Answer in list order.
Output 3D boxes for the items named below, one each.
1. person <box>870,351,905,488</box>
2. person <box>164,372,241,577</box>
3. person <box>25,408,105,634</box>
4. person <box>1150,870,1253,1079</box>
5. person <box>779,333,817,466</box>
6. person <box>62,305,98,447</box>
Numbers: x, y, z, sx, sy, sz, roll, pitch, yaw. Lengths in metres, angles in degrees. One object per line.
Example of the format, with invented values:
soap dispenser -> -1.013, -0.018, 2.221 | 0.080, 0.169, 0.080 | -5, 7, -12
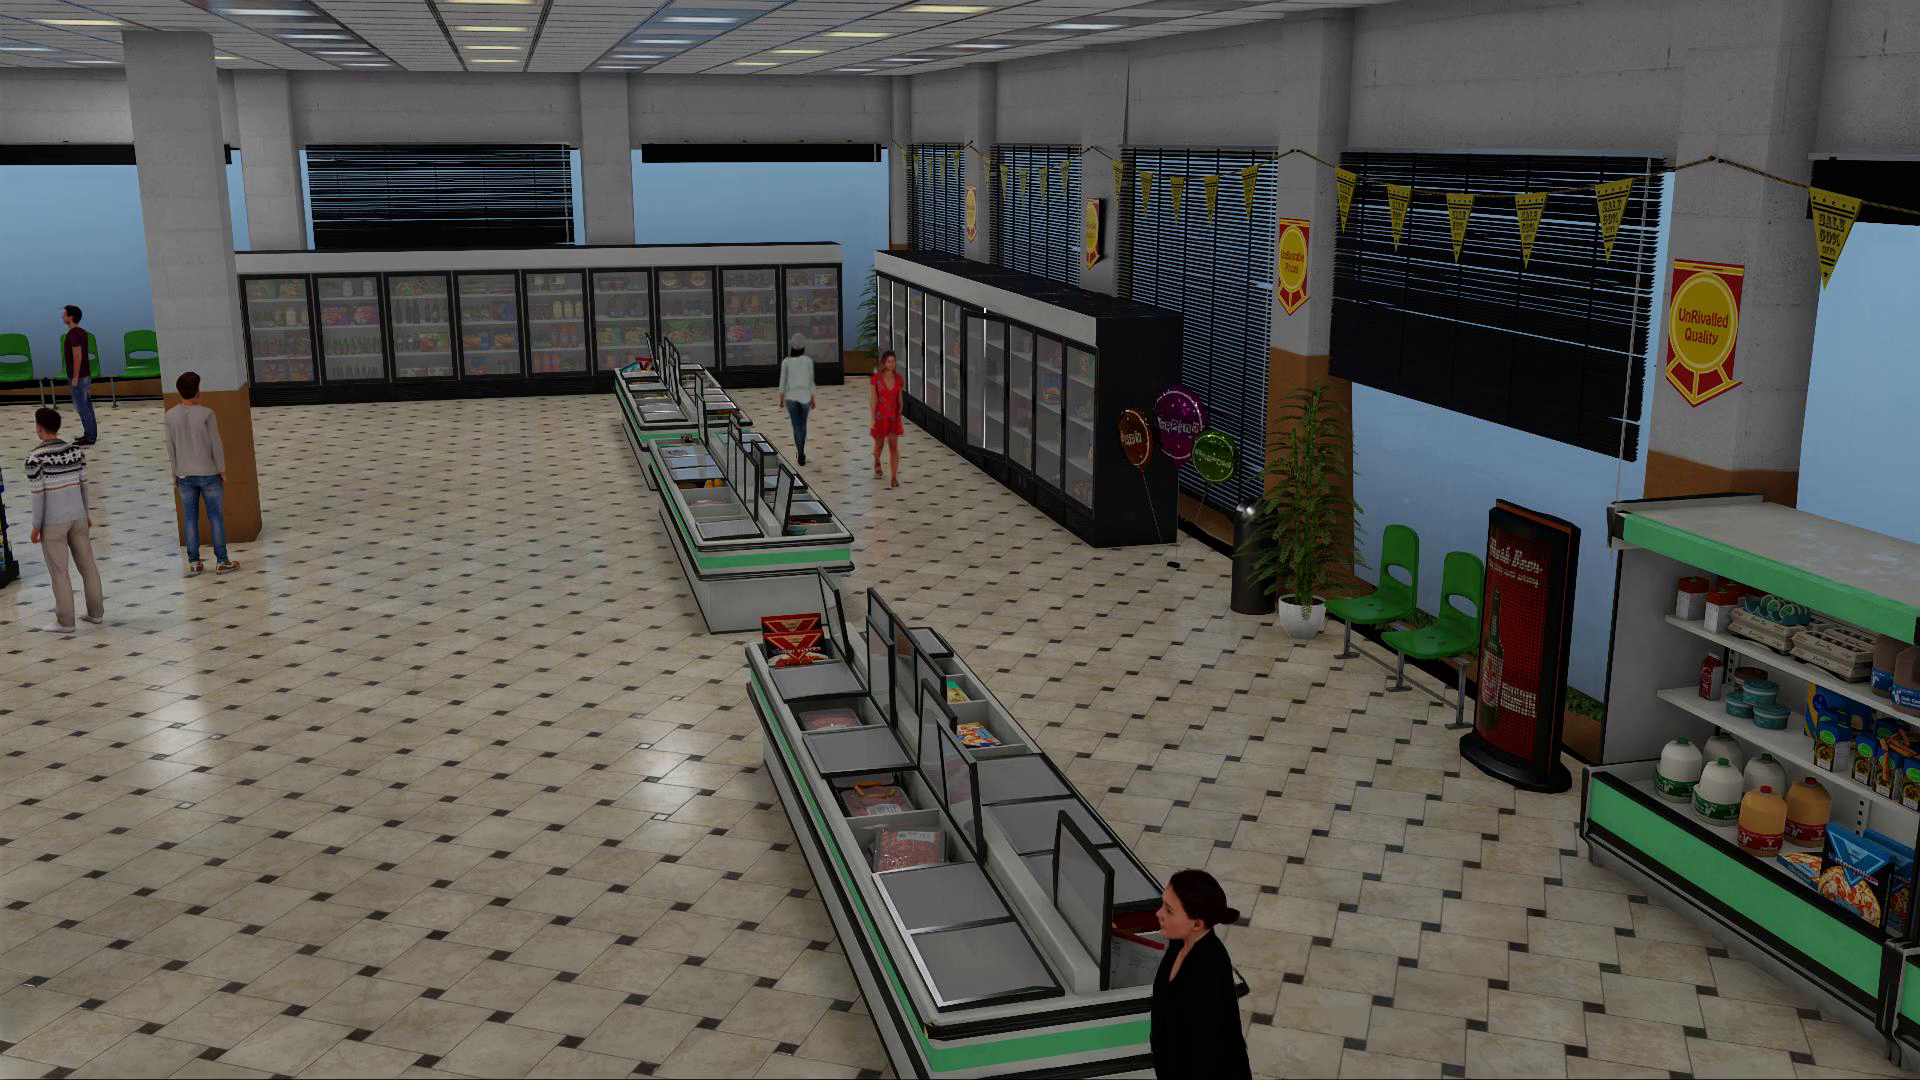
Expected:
person -> -0.884, -1.431, 19.566 | 0.600, 1.566, 1.019 | -3, 14, -11
person -> -7.094, -0.618, 15.497 | 0.695, 1.905, 0.641 | -1, 14, -4
person -> -7.420, -0.174, 13.756 | 0.824, 1.862, 0.738 | 6, 15, 24
person -> 0.894, 1.894, 5.587 | 0.878, 1.694, 0.989 | 0, 14, 1
person -> -1.998, -1.742, 20.709 | 0.593, 1.631, 0.762 | -4, 14, -15
person -> -11.713, -2.199, 22.111 | 0.726, 1.859, 0.504 | -5, 14, -18
